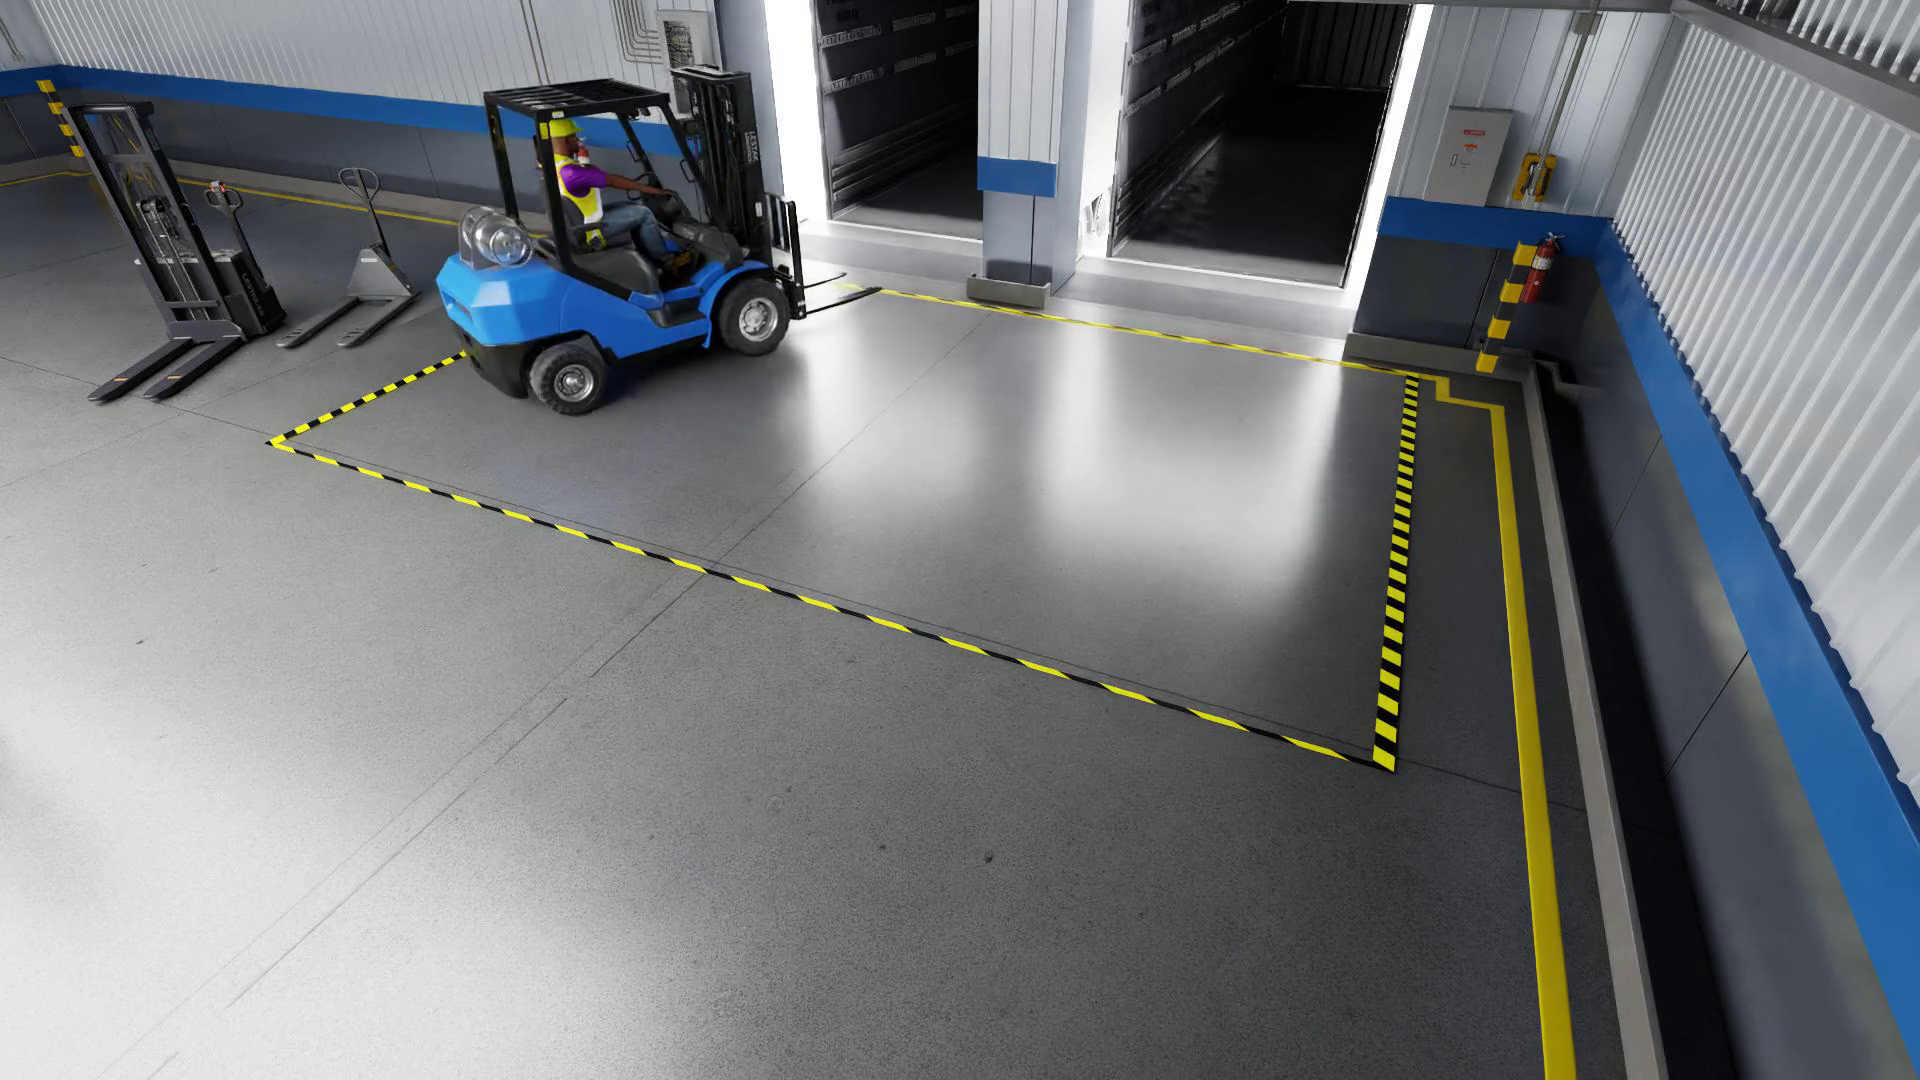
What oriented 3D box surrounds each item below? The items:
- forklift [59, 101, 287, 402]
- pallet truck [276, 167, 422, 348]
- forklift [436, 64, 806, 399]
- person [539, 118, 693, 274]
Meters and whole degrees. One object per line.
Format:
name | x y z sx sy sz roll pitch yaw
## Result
forklift | -6.686 -2.387 7.434 0.823 1.965 1.885 -3 35 -5
pallet truck | -5.732 -2.611 8.414 0.680 1.201 1.601 -1 35 -1
forklift | -2.748 -2.541 7.344 2.680 2.036 1.157 -27 43 -33
person | -2.698 -2.714 7.265 1.004 1.294 0.635 -27 43 -33
